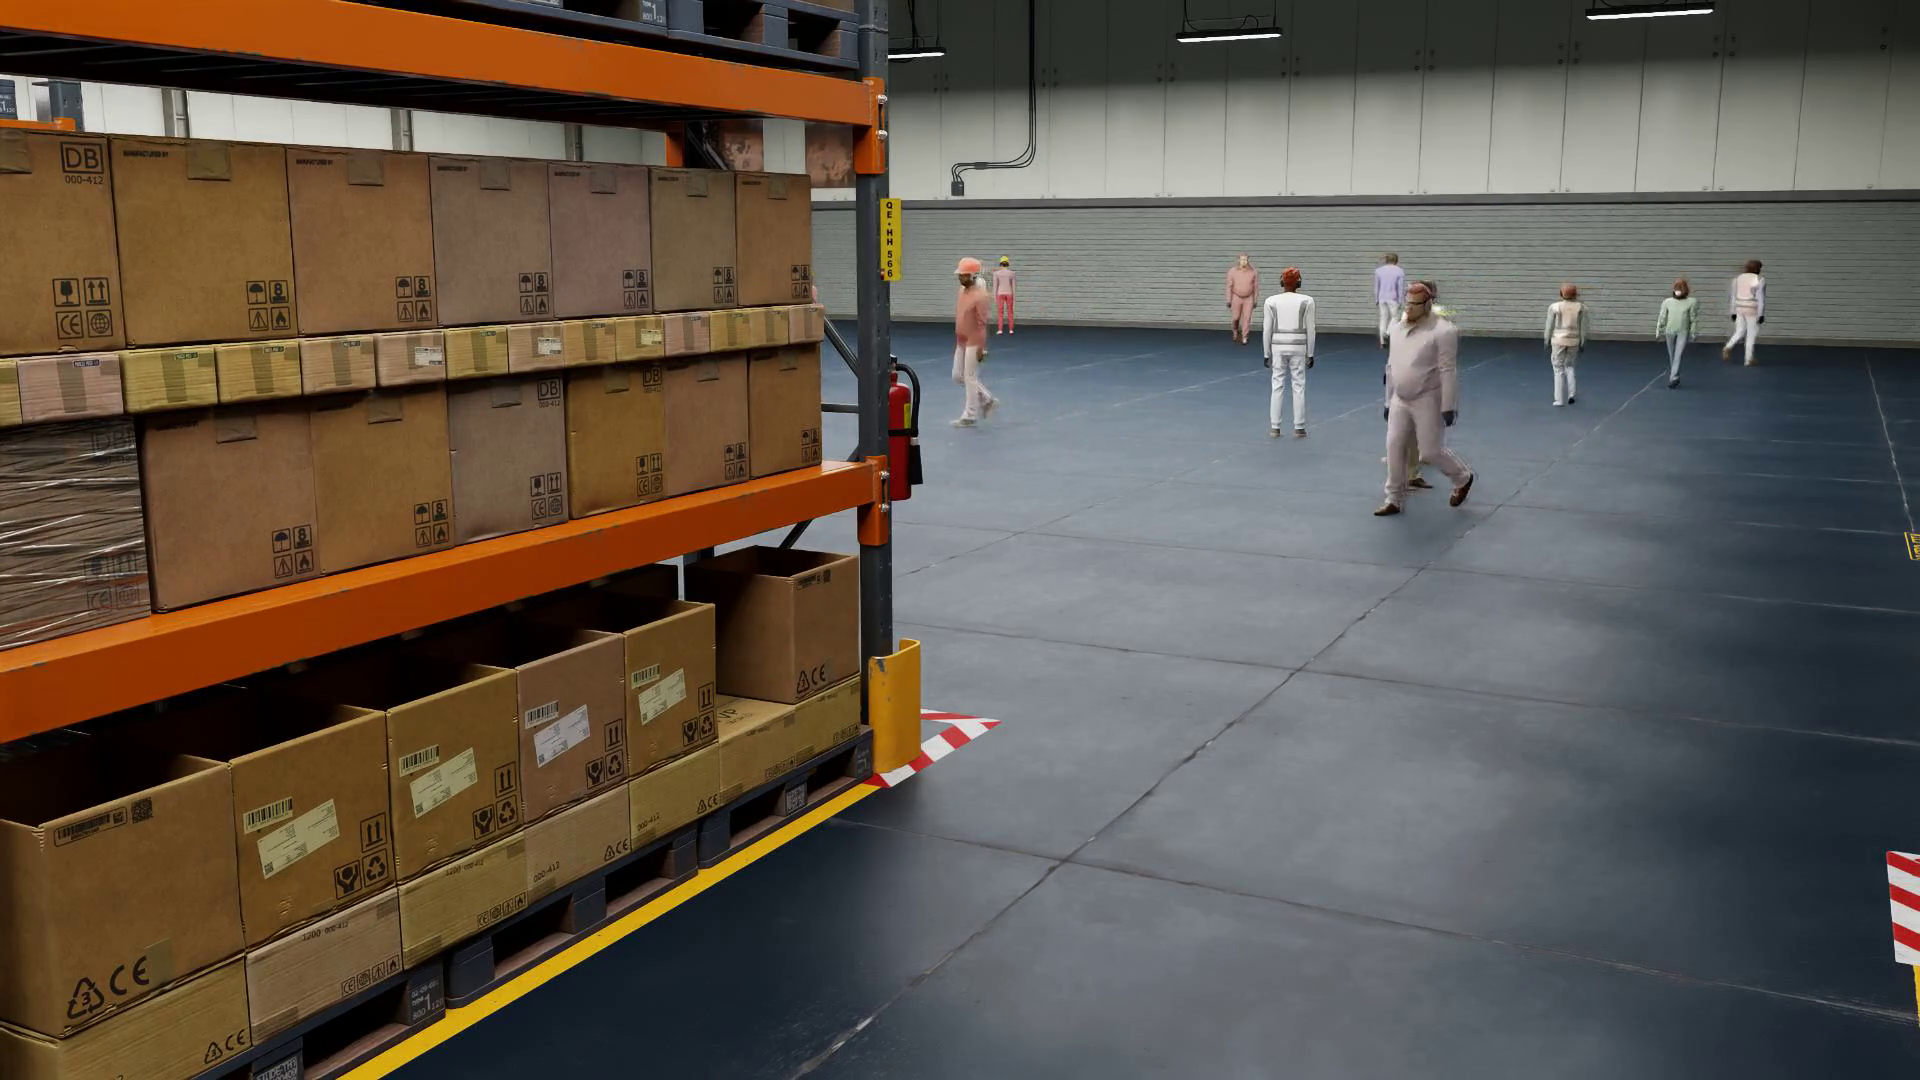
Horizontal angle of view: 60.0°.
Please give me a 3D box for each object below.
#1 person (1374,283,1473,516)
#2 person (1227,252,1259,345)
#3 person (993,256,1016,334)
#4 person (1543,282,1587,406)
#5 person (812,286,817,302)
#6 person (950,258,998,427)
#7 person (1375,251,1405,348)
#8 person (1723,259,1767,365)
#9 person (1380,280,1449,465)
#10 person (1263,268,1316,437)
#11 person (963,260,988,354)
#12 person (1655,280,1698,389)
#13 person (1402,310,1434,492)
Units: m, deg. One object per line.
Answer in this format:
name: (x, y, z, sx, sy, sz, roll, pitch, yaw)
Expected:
person: (3.737, -1.126, 13.364, 0.783, 1.874, 0.682, -7, 12, -33)
person: (5.822, -4.972, 34.268, 0.649, 1.891, 0.536, 1, 10, 6)
person: (1.006, -5.544, 37.724, 0.525, 1.769, 0.327, -1, 10, -8)
person: (7.941, -2.562, 21.863, 0.516, 1.626, 0.374, 0, 10, -2)
person: (-2.600, -3.592, 27.166, 0.550, 1.719, 0.809, -1, 10, -3)
person: (0.158, -2.308, 19.490, 0.567, 1.982, 0.634, -5, 12, -26)
person: (8.535, -4.765, 33.068, 0.634, 1.926, 0.457, 8, 13, 37)
person: (13.577, -3.920, 28.703, 0.568, 1.832, 0.632, -5, 11, -25)
person: (4.368, -1.608, 16.162, 0.857, 1.810, 0.649, -3, 11, -15)
person: (3.661, -2.079, 18.511, 0.572, 1.883, 0.354, 3, 11, 18)
person: (0.290, -4.407, 31.529, 0.525, 1.769, 0.310, 6, 12, 31)
person: (10.545, -3.030, 24.495, 0.522, 1.579, 0.872, 8, 13, 36)
person: (4.012, -1.237, 14.640, 0.289, 1.623, 0.506, 9, 14, 42)
